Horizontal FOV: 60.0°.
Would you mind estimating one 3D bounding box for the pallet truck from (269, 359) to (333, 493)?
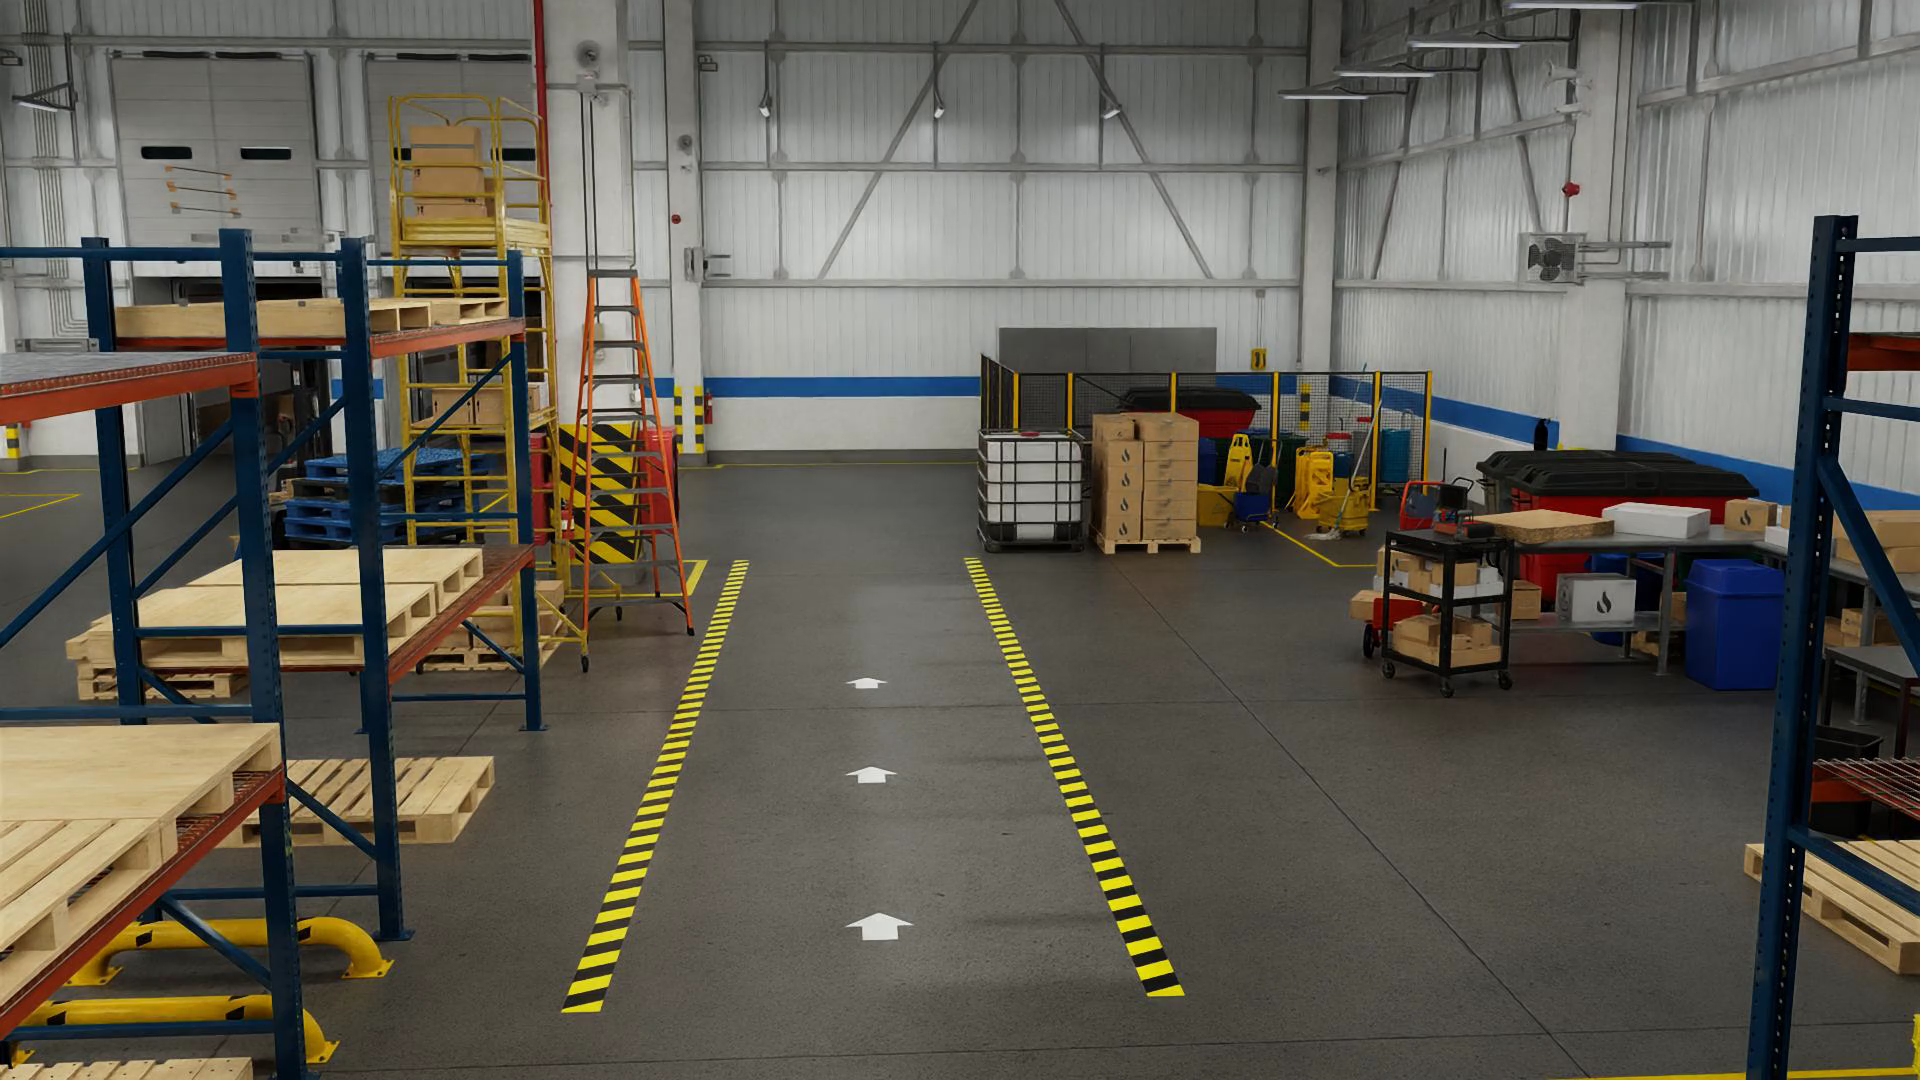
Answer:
[{"bbox_3d":[-7.062,-1.131,18.996,1.885,1.965,0.823,2,9,13],"label":"pallet truck"}]
